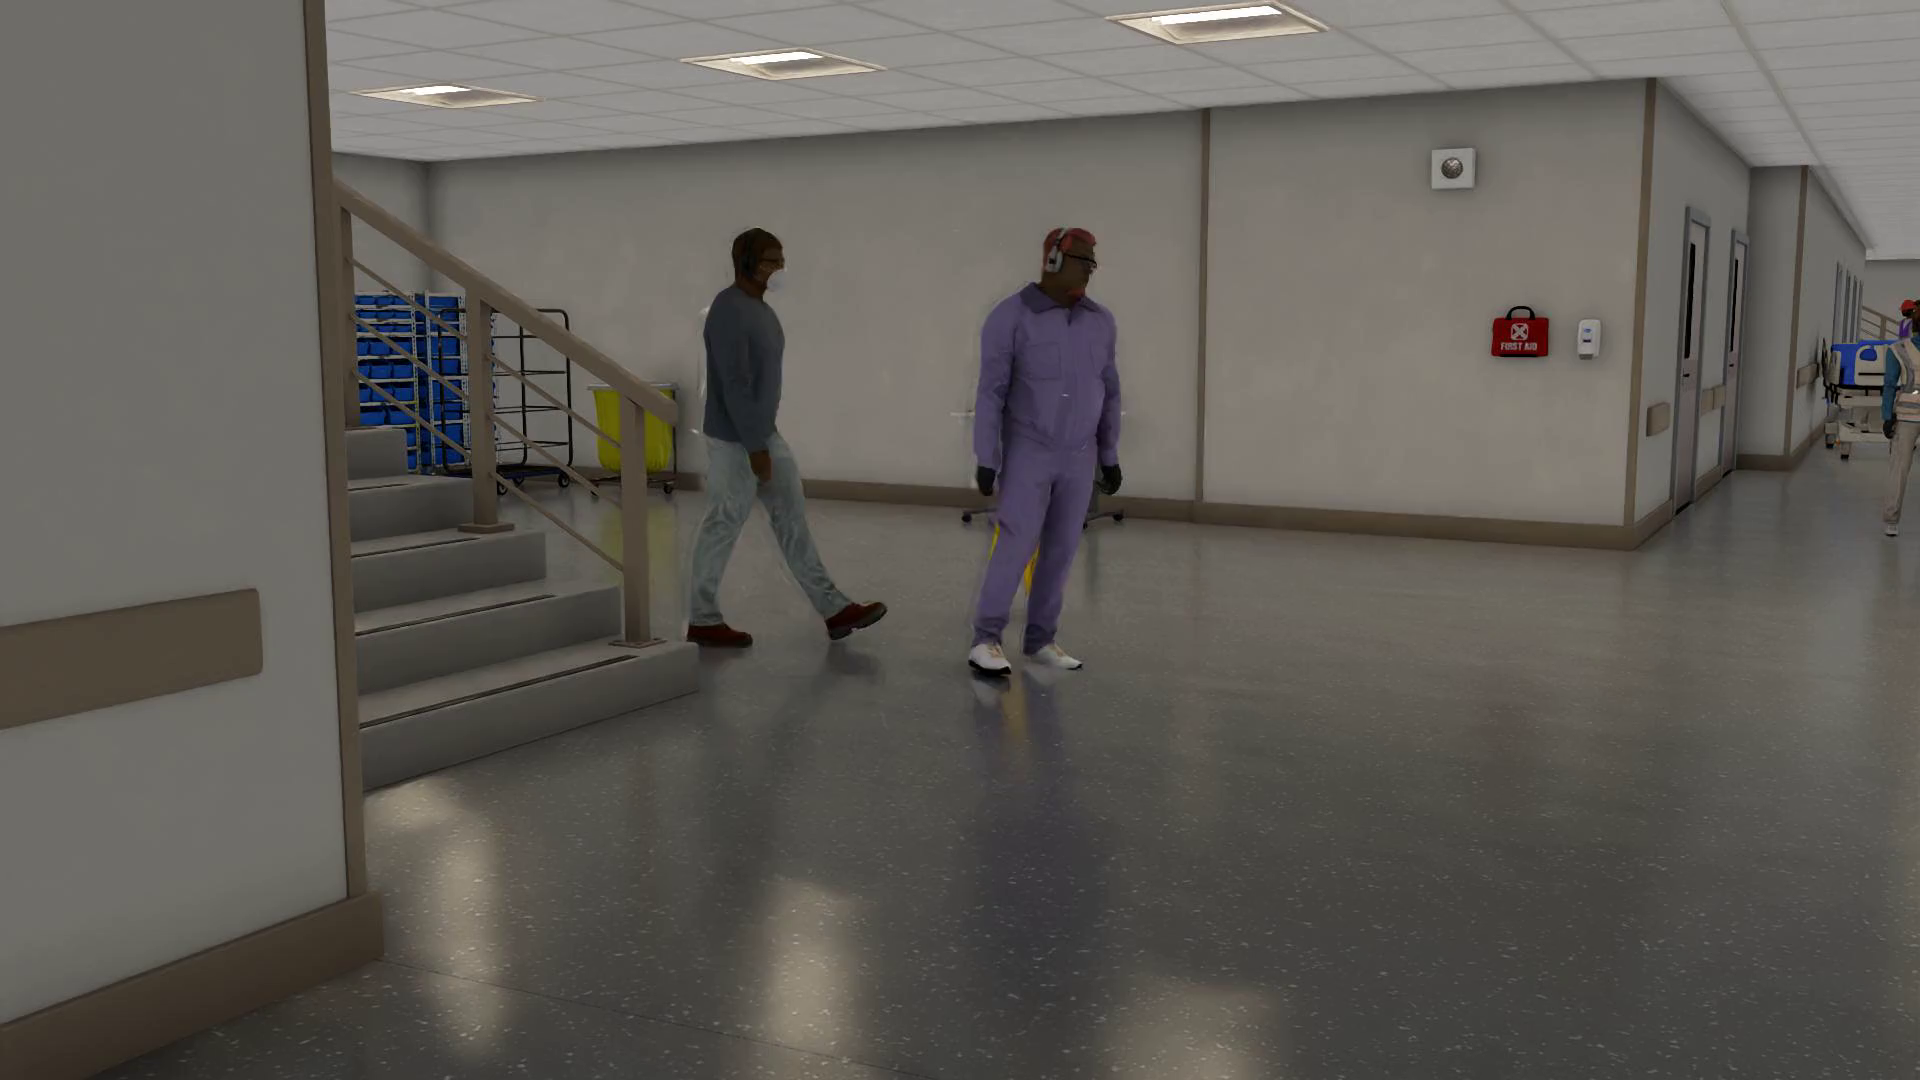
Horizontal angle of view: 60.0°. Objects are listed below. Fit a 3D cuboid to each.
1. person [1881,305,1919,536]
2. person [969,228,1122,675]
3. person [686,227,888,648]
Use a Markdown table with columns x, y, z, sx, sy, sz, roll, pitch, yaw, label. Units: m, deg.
| x | y | z | sx | sy | sz | roll | pitch | yaw | label |
| --- | --- | --- | --- | --- | --- | --- | --- | --- | --- |
| 6.632 | -0.825 | 11.475 | 0.509 | 1.629 | 0.315 | 2 | 8 | 15 | person |
| 0.393 | -0.365 | 7.026 | 0.687 | 1.883 | 0.415 | -5 | 9 | -31 | person |
| -0.819 | -0.434 | 7.456 | 0.953 | 1.893 | 0.649 | 2 | 8 | 15 | person |
